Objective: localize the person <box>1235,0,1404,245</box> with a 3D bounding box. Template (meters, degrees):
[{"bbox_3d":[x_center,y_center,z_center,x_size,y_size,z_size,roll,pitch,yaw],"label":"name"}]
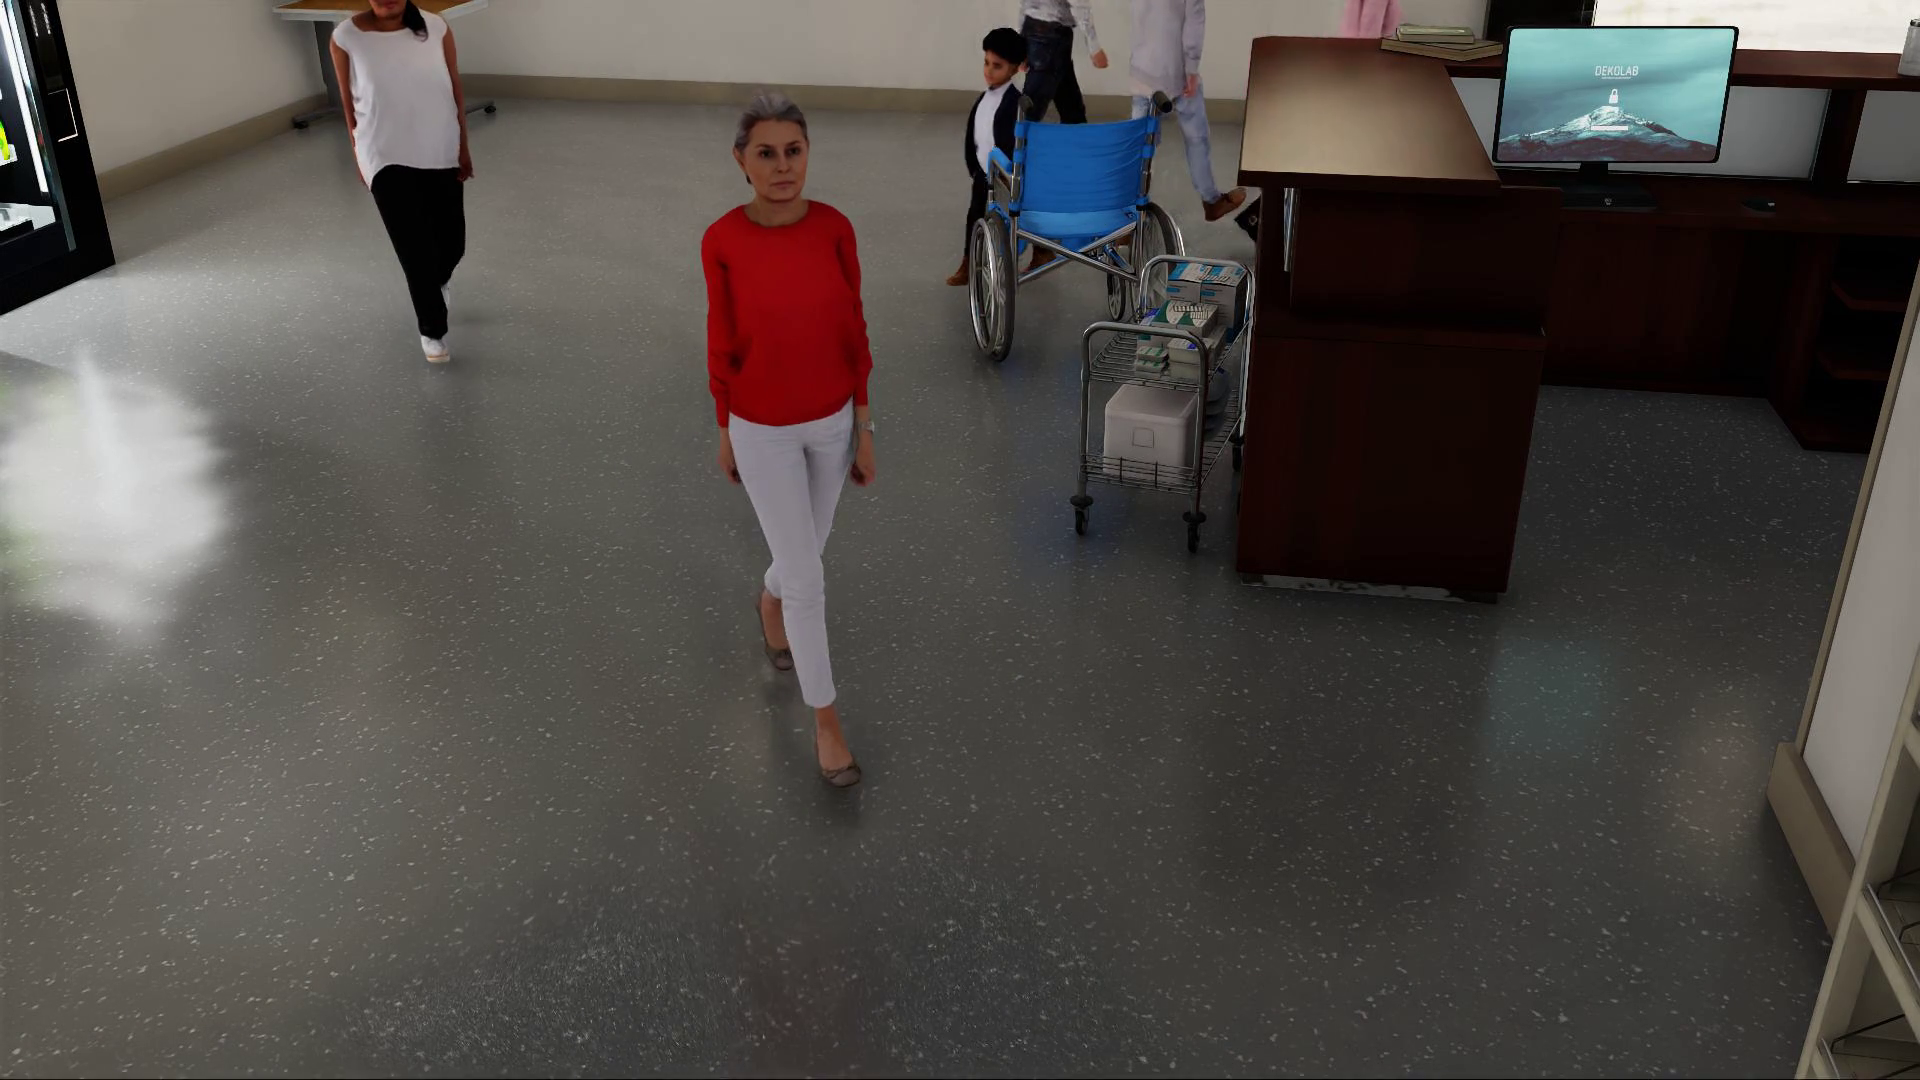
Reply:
[{"bbox_3d":[1.850,-2.207,8.261,0.674,1.643,1.076,4,26,9],"label":"person"}]

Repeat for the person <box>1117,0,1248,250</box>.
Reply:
[{"bbox_3d":[0.971,-2.344,8.371,1.245,1.795,1.123,-20,32,-35],"label":"person"}]

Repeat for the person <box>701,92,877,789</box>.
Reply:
[{"bbox_3d":[-0.439,-0.279,4.249,0.945,1.656,1.164,-10,28,-20],"label":"person"}]

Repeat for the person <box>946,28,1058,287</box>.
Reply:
[{"bbox_3d":[0.240,-1.779,7.831,0.873,1.207,0.785,-17,31,-32],"label":"person"}]

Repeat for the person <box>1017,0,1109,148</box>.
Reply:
[{"bbox_3d":[0.413,-2.663,9.069,1.119,1.764,1.217,-9,27,-18],"label":"person"}]

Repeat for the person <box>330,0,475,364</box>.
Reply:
[{"bbox_3d":[-2.309,-1.630,7.045,1.019,1.660,1.122,-13,29,-25],"label":"person"}]
